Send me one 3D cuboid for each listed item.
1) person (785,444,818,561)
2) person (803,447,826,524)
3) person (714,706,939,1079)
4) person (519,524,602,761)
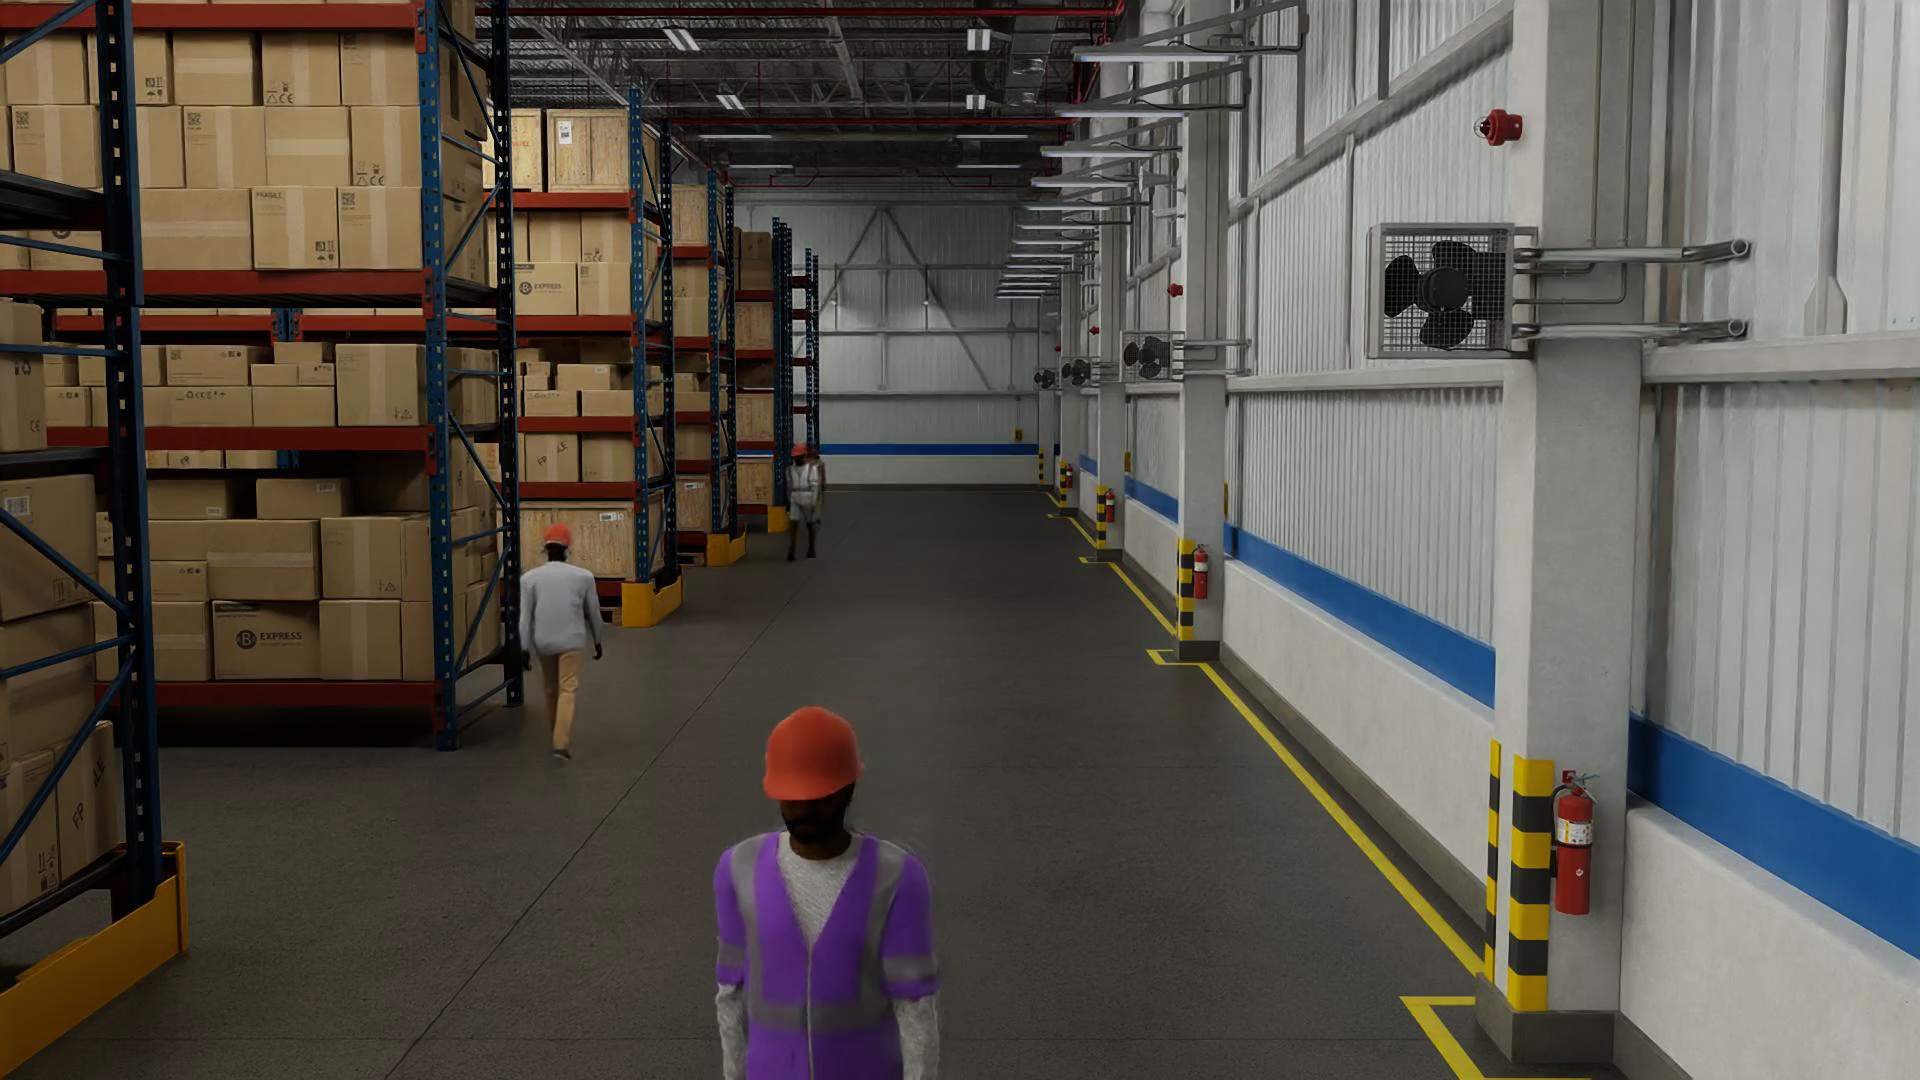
[{"bbox_3d":[-2.542,-0.606,26.790,0.552,1.890,0.989,1,5,8],"label":"person"},{"bbox_3d":[-3.008,-1.106,34.069,0.512,1.620,0.374,0,5,-4],"label":"person"},{"bbox_3d":[-0.337,1.342,3.972,0.572,1.884,0.972,1,5,7],"label":"person"},{"bbox_3d":[-2.921,0.733,12.158,0.568,1.707,0.915,0,5,1],"label":"person"}]
